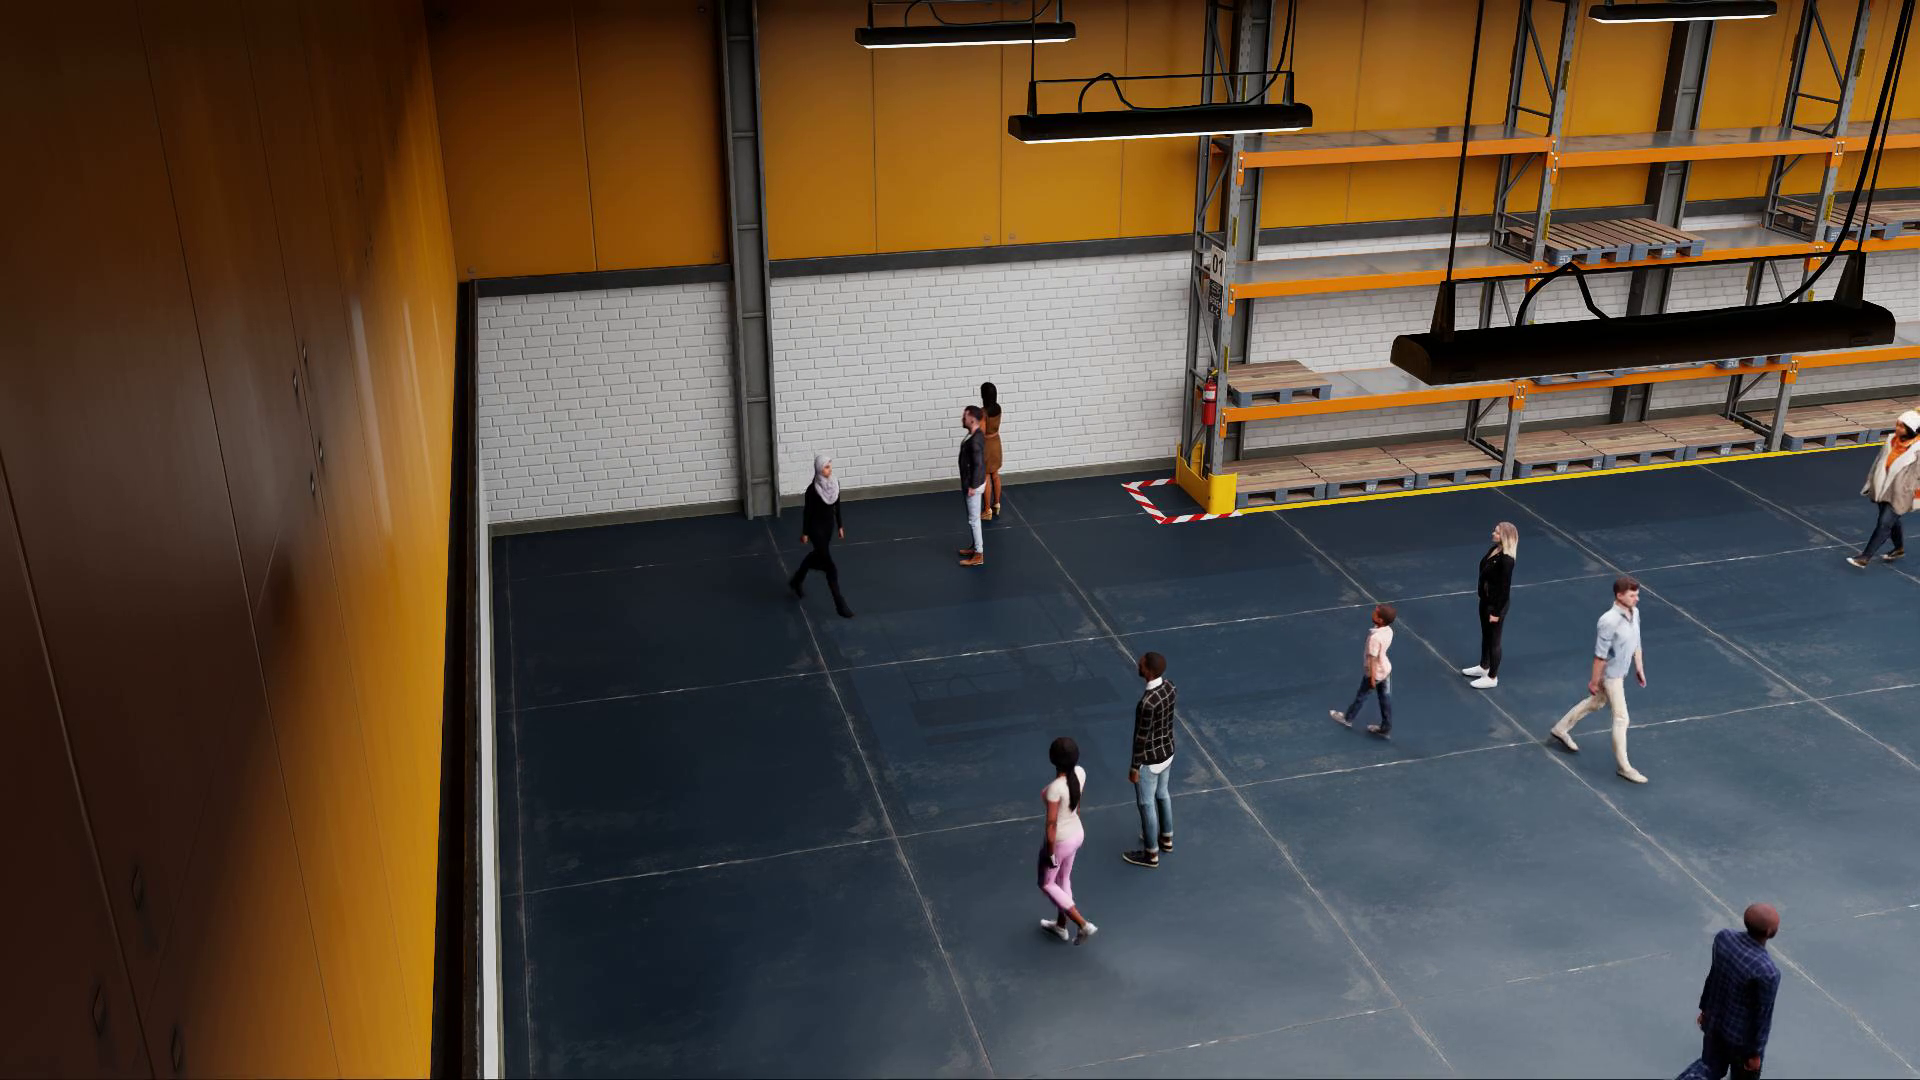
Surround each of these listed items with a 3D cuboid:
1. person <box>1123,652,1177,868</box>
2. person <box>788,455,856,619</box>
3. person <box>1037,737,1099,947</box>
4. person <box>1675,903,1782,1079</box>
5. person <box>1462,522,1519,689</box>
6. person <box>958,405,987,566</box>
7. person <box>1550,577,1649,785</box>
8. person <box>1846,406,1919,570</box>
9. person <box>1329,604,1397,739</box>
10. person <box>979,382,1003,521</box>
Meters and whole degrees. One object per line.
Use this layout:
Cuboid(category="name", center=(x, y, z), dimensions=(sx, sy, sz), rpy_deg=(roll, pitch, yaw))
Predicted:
Cuboid(category="person", center=(1.545, 1.718, 13.159), dimensions=(0.799, 1.816, 0.722), rpy_deg=(15, 28, 31))
Cuboid(category="person", center=(-1.513, -0.070, 17.366), dimensions=(1.133, 1.723, 1.216), rpy_deg=(19, 30, 37))
Cuboid(category="person", center=(0.819, 2.230, 12.099), dimensions=(0.871, 1.728, 0.855), rpy_deg=(19, 30, 37))
Cuboid(category="person", center=(4.692, 3.014, 10.213), dimensions=(0.972, 1.801, 0.679), rpy_deg=(-7, 25, -16))
Cuboid(category="person", center=(5.108, 0.607, 15.862), dimensions=(0.621, 1.687, 0.657), rpy_deg=(0, 24, 1))
Cuboid(category="person", center=(0.153, -0.620, 18.483), dimensions=(0.639, 1.836, 0.713), rpy_deg=(0, 24, 1))
Cuboid(category="person", center=(5.604, 1.135, 14.503), dimensions=(1.118, 1.808, 1.230), rpy_deg=(21, 31, 40))
Cuboid(category="person", center=(10.399, -0.565, 18.348), dimensions=(1.151, 1.843, 0.727), rpy_deg=(-7, 25, -15))
Cuboid(category="person", center=(3.822, 1.206, 14.995), dimensions=(0.822, 1.284, 0.831), rpy_deg=(20, 31, 38))
Cuboid(category="person", center=(0.335, -1.060, 19.673), dimensions=(0.705, 1.689, 0.633), rpy_deg=(15, 28, 30))
